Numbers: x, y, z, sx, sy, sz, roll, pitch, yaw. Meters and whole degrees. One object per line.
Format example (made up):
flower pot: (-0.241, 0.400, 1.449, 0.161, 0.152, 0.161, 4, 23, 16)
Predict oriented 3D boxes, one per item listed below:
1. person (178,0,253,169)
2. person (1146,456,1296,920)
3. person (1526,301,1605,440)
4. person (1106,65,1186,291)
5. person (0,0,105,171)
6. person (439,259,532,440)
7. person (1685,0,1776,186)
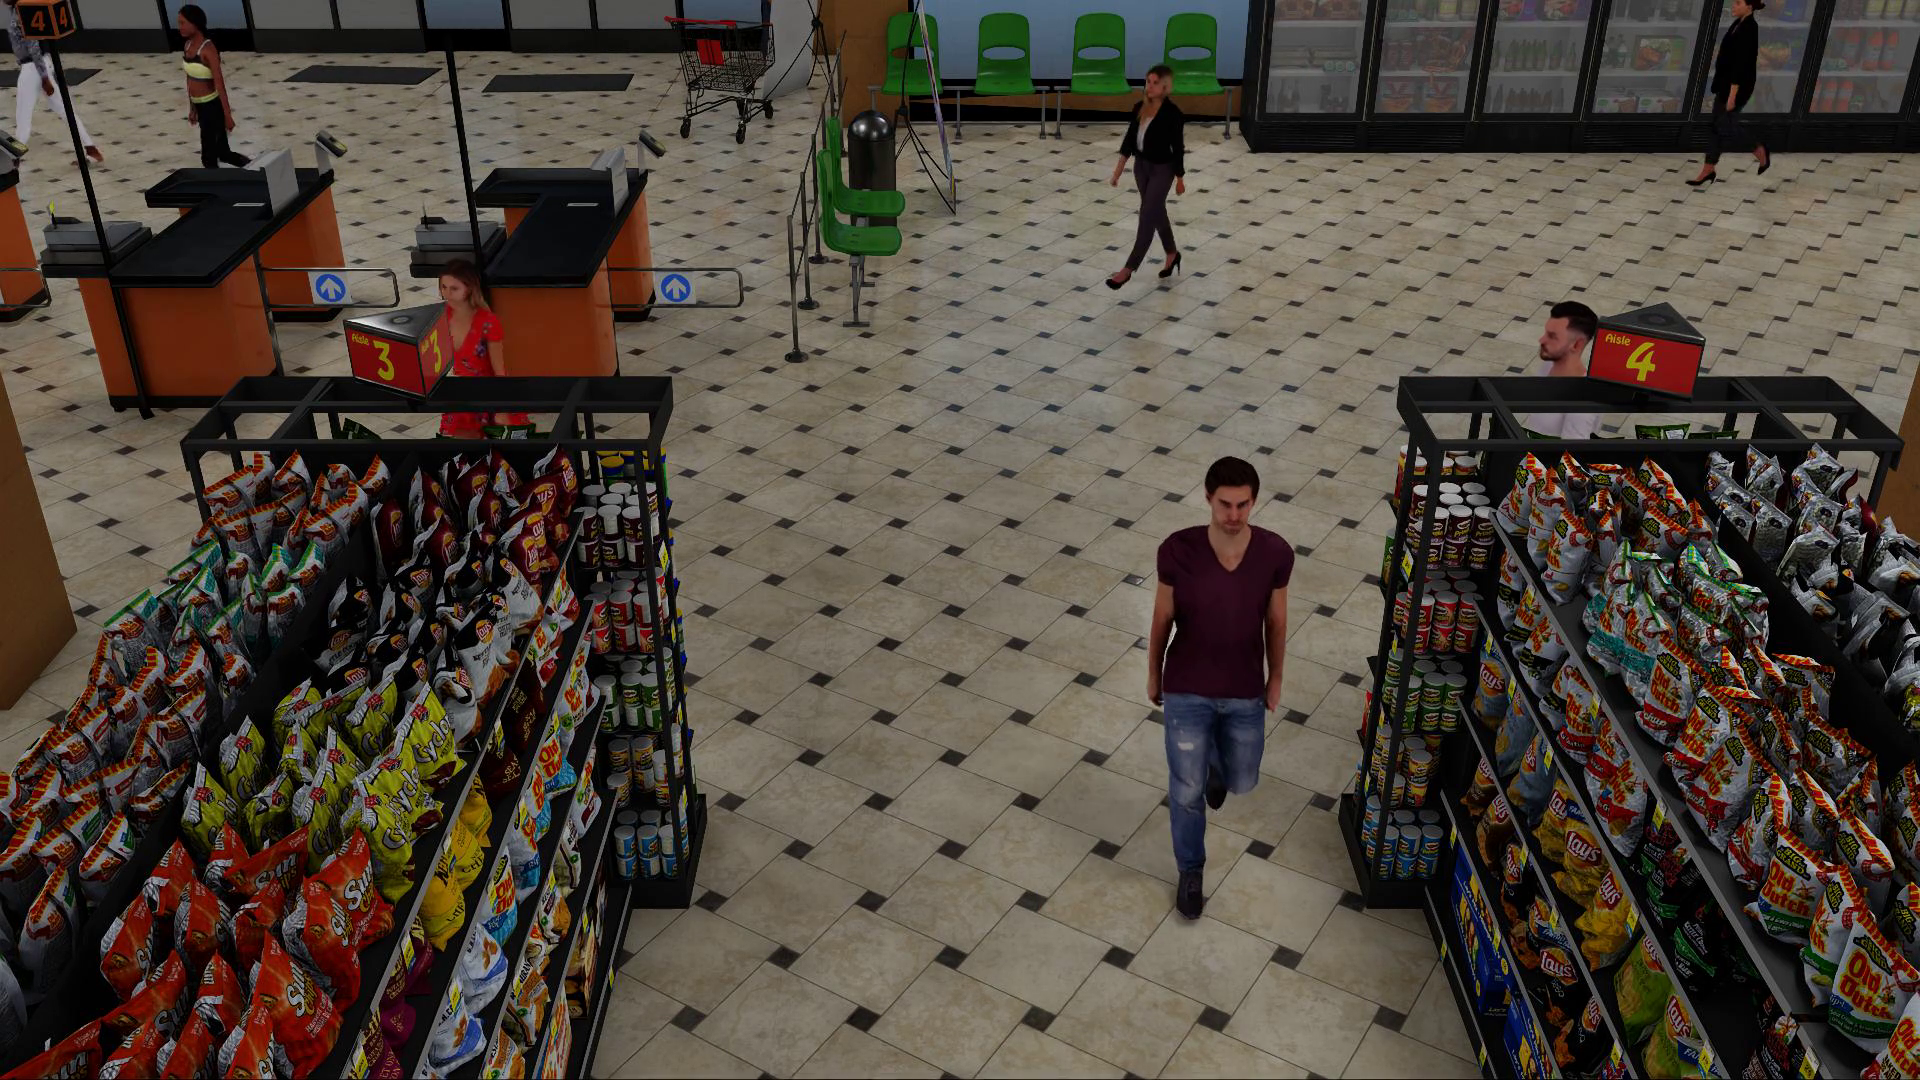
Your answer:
person: (-6.055, -3.502, 13.661, 1.027, 1.726, 1.099, 25, 37, 37)
person: (0.948, 0.488, 6.241, 0.682, 1.834, 1.008, 2, 29, 3)
person: (2.668, -0.216, 7.529, 0.727, 1.835, 0.488, -2, 29, -4)
person: (1.488, -2.639, 12.184, 1.076, 1.626, 1.074, -21, 35, -34)
person: (-8.143, -4.130, 14.863, 1.037, 1.677, 1.190, -13, 31, -23)
person: (-2.466, -0.751, 8.825, 0.839, 1.533, 1.188, 10, 30, 18)
person: (6.769, -3.876, 14.375, 0.797, 1.698, 0.890, 5, 29, 9)
